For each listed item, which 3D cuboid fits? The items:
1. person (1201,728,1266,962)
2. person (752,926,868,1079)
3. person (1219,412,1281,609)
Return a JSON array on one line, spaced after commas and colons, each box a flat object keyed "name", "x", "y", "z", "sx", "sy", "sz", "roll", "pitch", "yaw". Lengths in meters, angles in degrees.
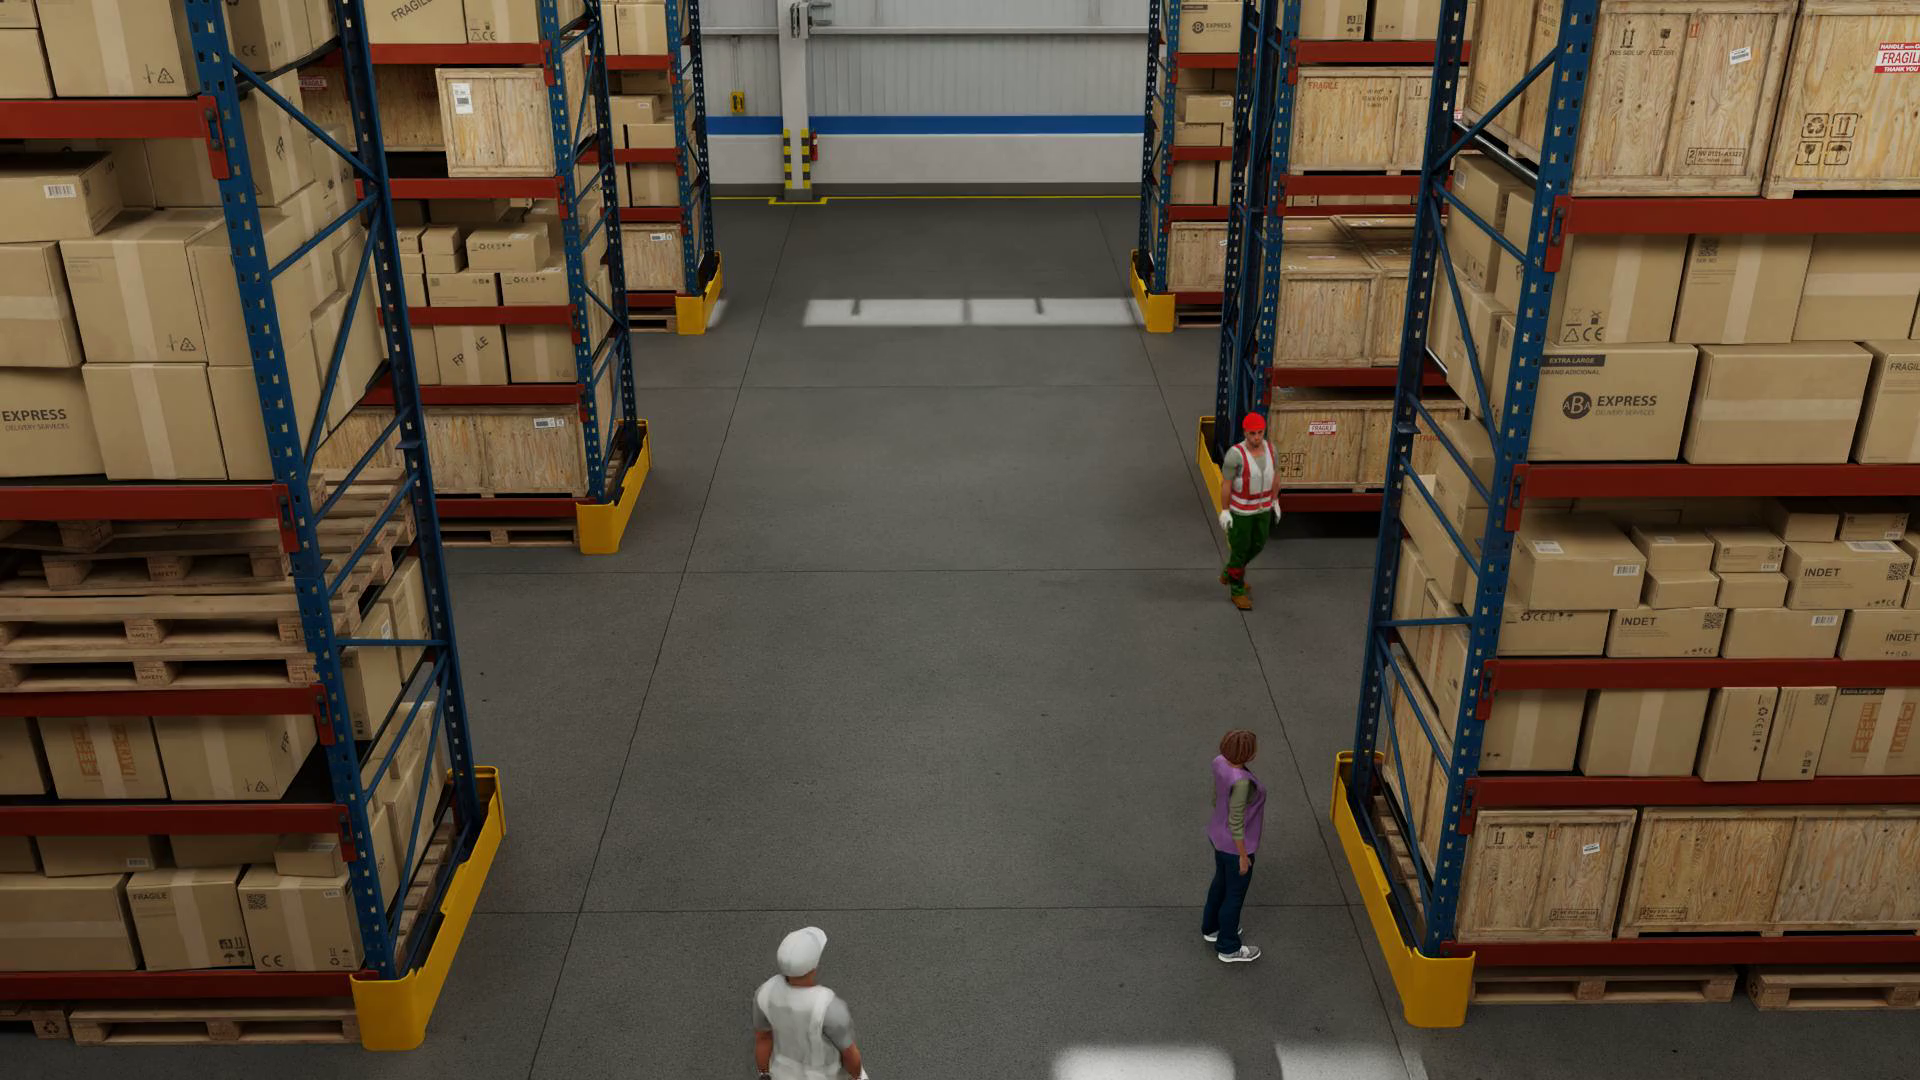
[{"name": "person", "x": 1.682, "y": 1.838, "z": 10.140, "sx": 0.333, "sy": 1.602, "sz": 0.408, "roll": -7, "pitch": 26, "yaw": -14}, {"name": "person", "x": -0.754, "y": 2.667, "z": 8.151, "sx": 0.523, "sy": 1.781, "sz": 0.889, "roll": 16, "pitch": 29, "yaw": 30}, {"name": "person", "x": 2.484, "y": -0.293, "z": 14.459, "sx": 0.557, "sy": 1.792, "sz": 0.522, "roll": -13, "pitch": 28, "yaw": -26}]
